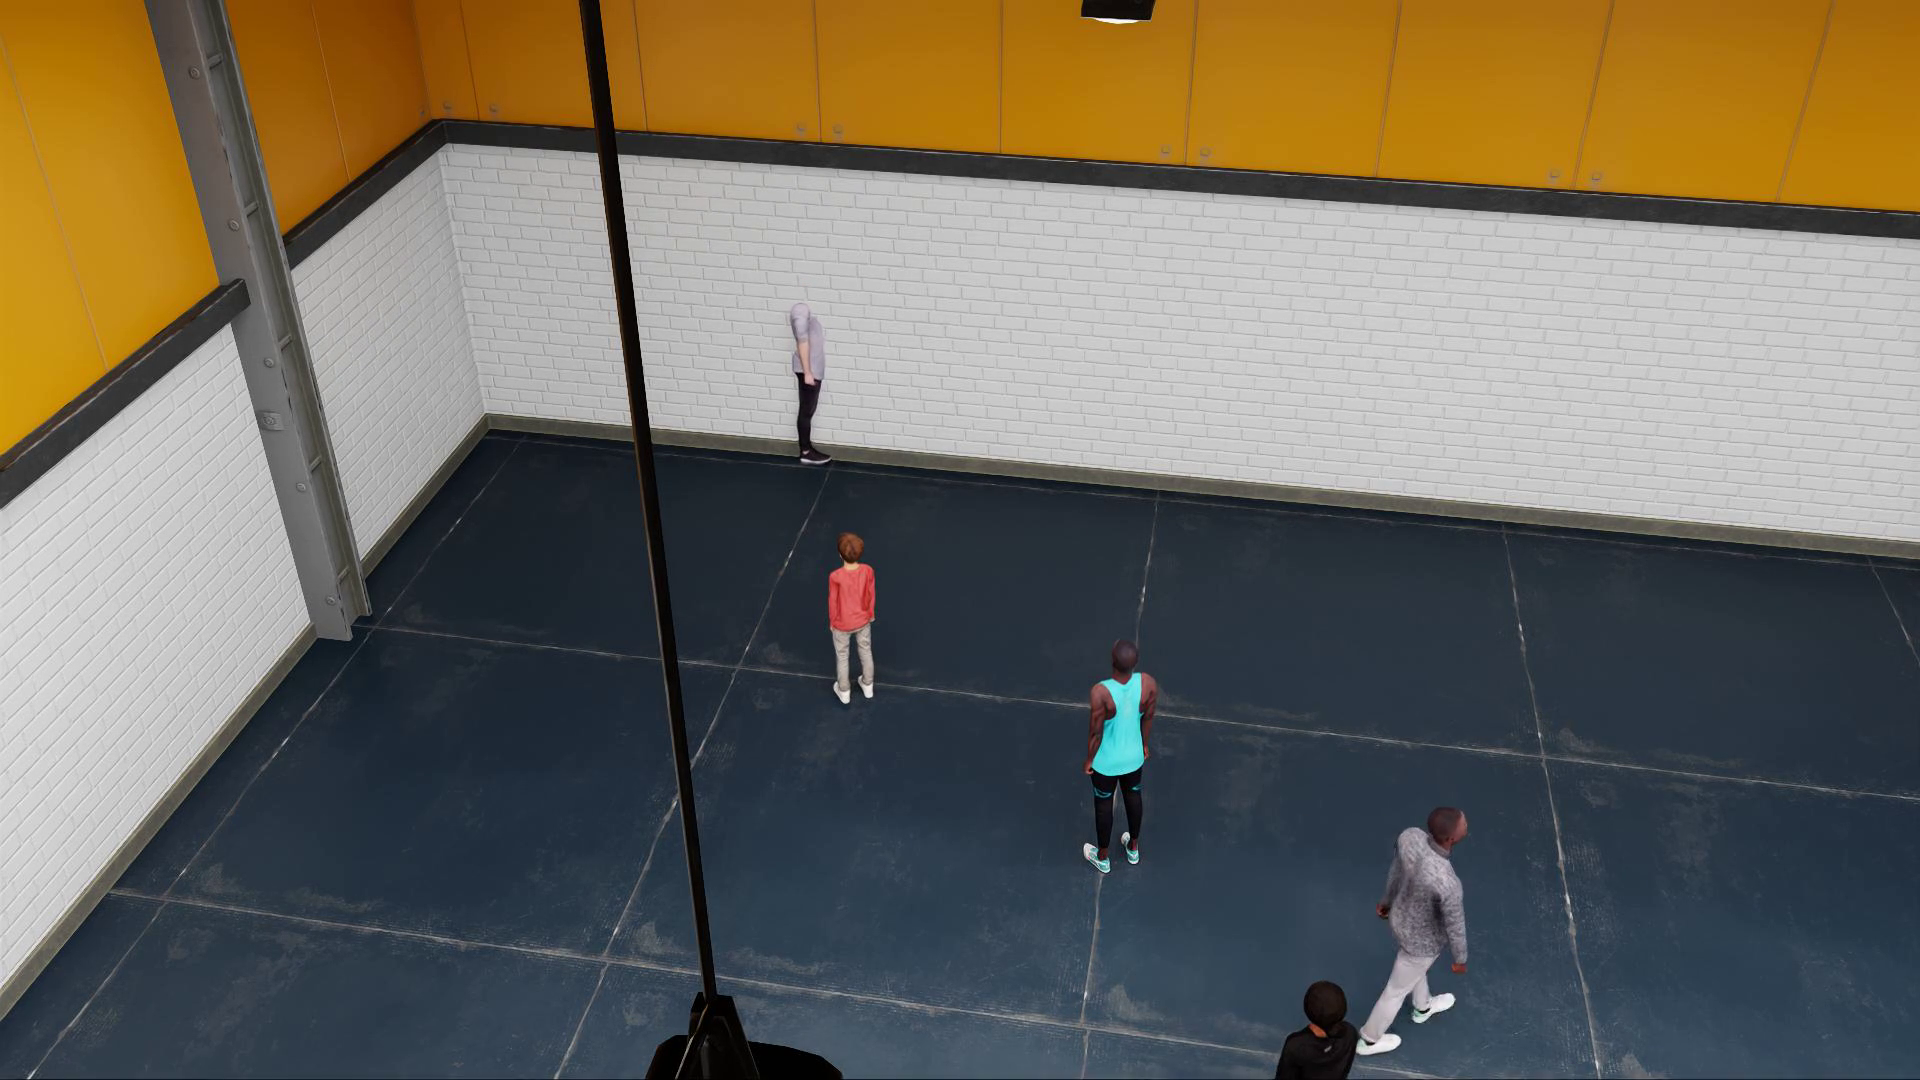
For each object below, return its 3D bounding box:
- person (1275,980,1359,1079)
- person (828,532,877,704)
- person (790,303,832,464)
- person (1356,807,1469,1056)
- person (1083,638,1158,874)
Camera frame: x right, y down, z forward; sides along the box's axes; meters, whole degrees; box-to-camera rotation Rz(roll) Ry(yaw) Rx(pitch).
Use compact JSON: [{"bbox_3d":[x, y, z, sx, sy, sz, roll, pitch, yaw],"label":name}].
[{"bbox_3d":[1.779,2.857,8.495,0.681,1.675,0.694,-12,36,-18],"label":"person"},{"bbox_3d":[-0.790,0.570,12.170,0.580,1.415,0.614,-14,36,-21],"label":"person"},{"bbox_3d":[-1.365,-1.592,15.042,0.749,1.837,0.567,1,34,2],"label":"person"},{"bbox_3d":[2.470,2.221,9.328,1.050,1.812,1.049,-10,35,-15],"label":"person"},{"bbox_3d":[1.011,1.376,10.601,0.684,1.811,0.674,-10,35,-14],"label":"person"}]
